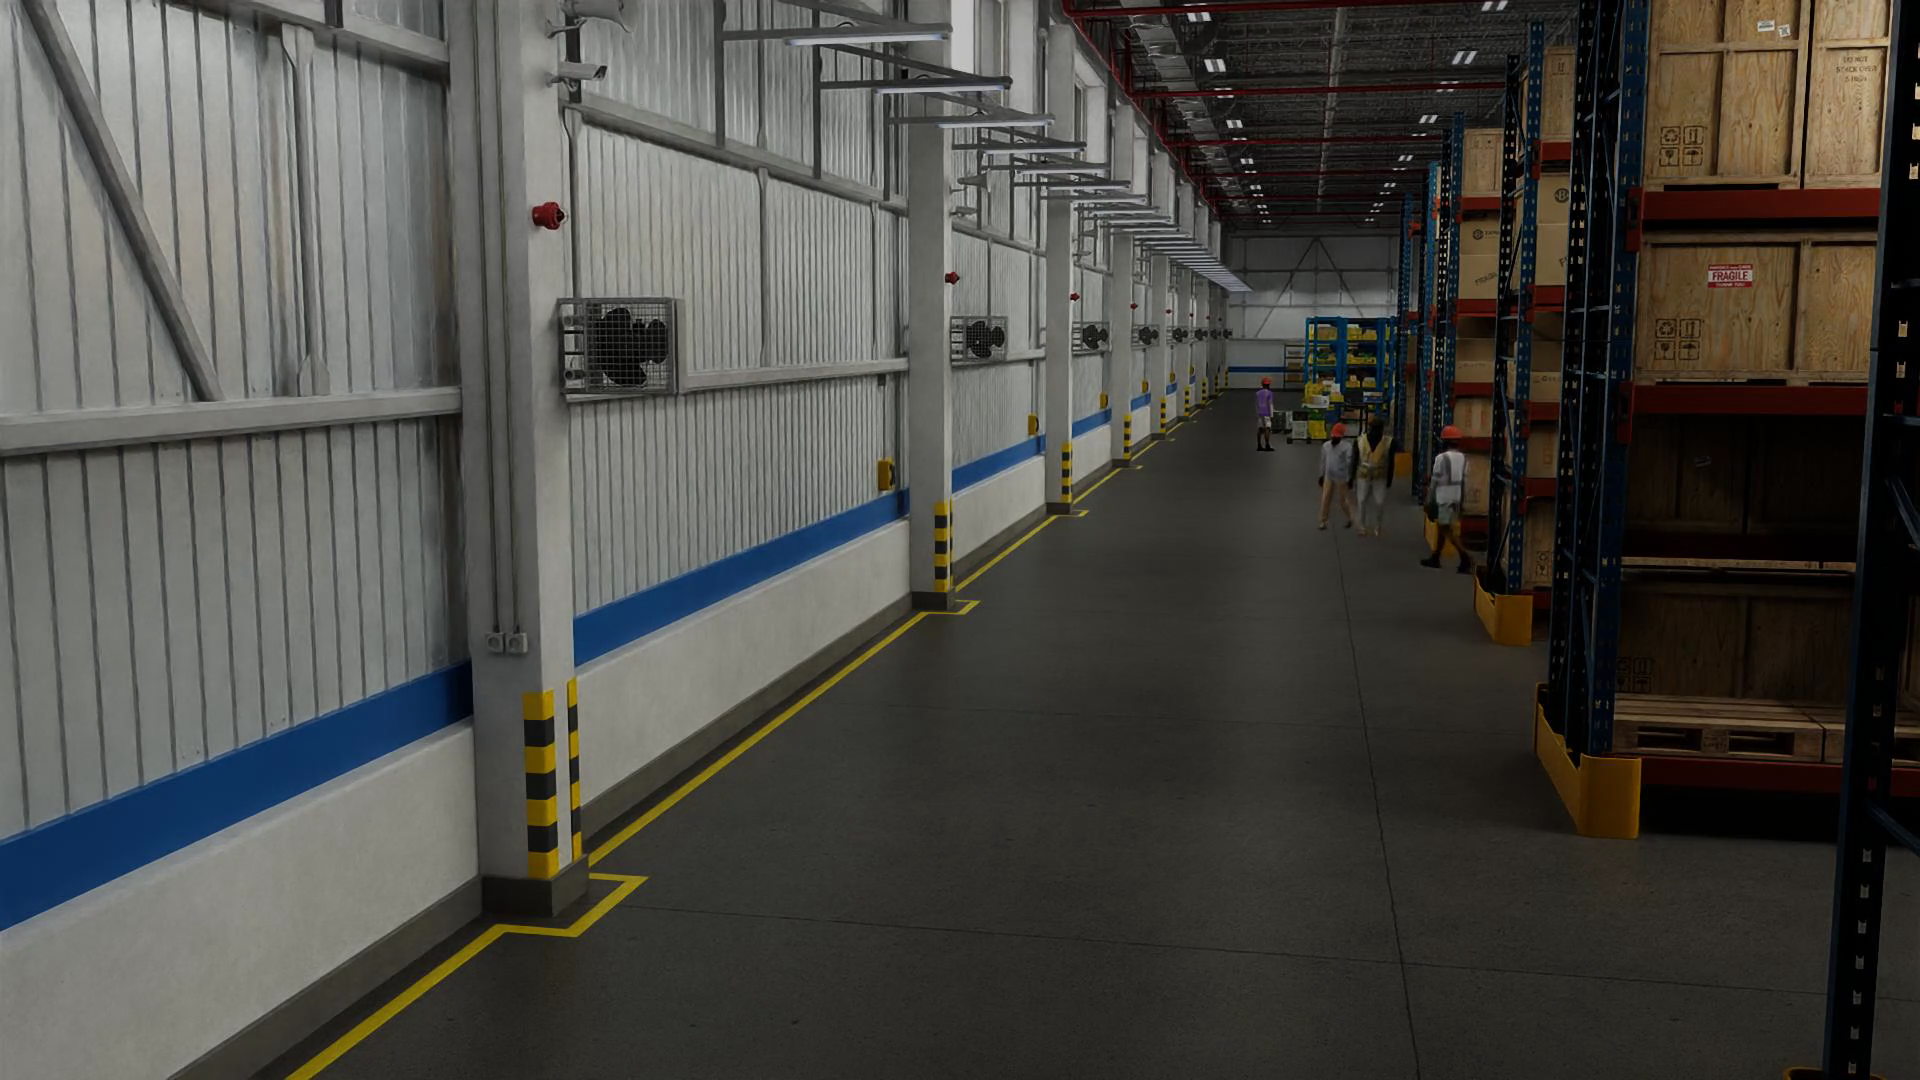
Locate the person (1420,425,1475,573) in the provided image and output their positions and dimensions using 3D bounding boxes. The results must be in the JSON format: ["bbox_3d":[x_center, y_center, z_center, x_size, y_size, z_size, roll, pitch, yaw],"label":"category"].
[{"bbox_3d":[6.372,-0.537,21.561,0.542,1.909,0.926,-5,9,-35],"label":"person"}]

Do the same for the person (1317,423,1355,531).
[{"bbox_3d":[5.933,-0.996,26.038,0.716,1.707,0.604,-6,10,-42],"label":"person"}]

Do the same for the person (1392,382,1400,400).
[{"bbox_3d":[12.356,-3.601,46.780,0.346,1.735,0.485,-5,9,-35],"label":"person"}]

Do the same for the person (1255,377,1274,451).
[{"bbox_3d":[7.947,-3.267,43.292,0.355,1.938,0.545,-6,9,-41],"label":"person"}]

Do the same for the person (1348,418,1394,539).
[{"bbox_3d":[6.181,-0.930,25.051,0.660,1.810,0.662,2,7,17],"label":"person"}]
